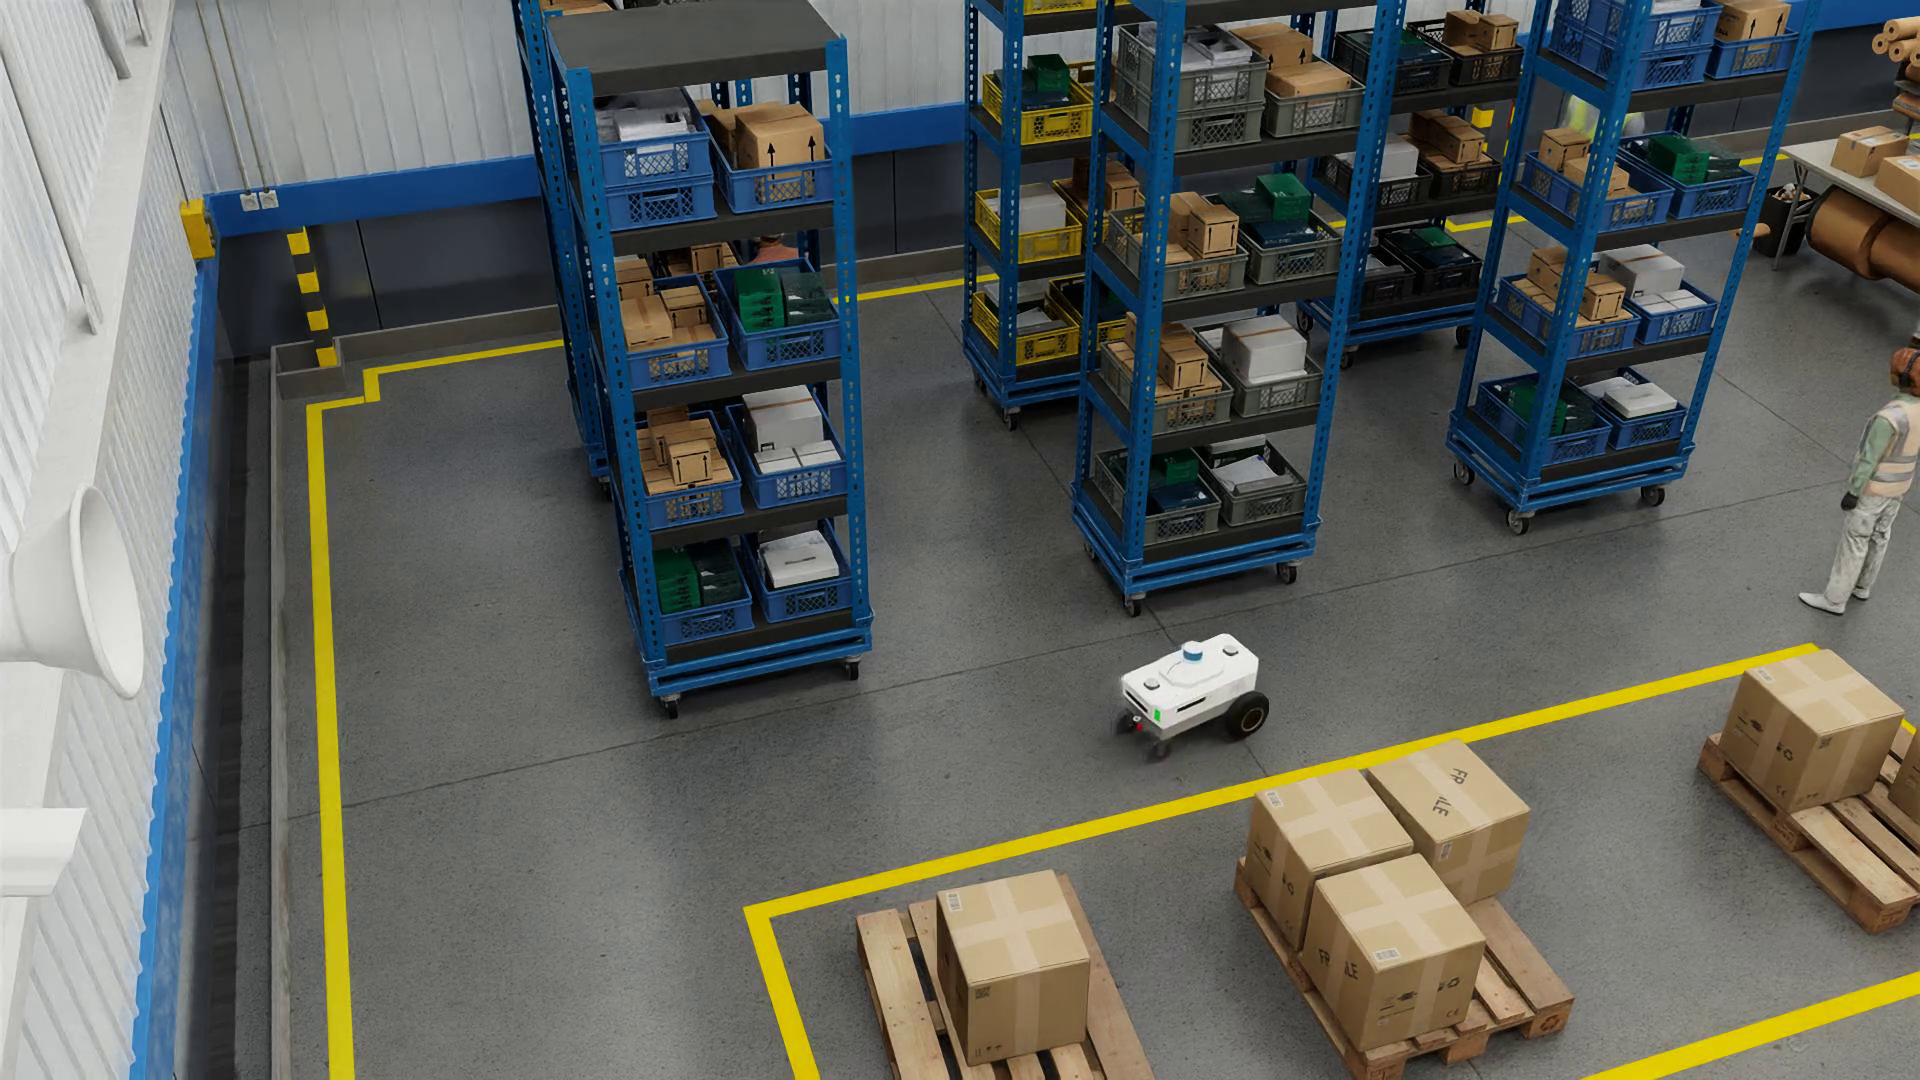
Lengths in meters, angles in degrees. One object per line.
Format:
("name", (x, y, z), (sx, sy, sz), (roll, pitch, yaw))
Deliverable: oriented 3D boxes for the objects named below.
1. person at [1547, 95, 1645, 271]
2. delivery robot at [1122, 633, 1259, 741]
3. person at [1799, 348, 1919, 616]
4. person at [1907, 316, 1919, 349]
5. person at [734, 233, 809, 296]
("person", (4.719, -2.724, 12.541), (0.429, 1.841, 0.633), (-26, 43, -32))
("delivery robot", (1.195, 0.745, 8.653), (0.707, 0.478, 0.477), (-19, 40, -25))
("person", (5.137, -0.318, 9.311), (0.518, 1.632, 0.317), (-23, 41, -29))
("person", (7.132, -2.113, 11.605), (0.375, 1.930, 0.629), (4, 35, 6))
("person", (-1.131, -1.180, 10.238), (0.626, 1.980, 0.410), (-27, 43, -33))
